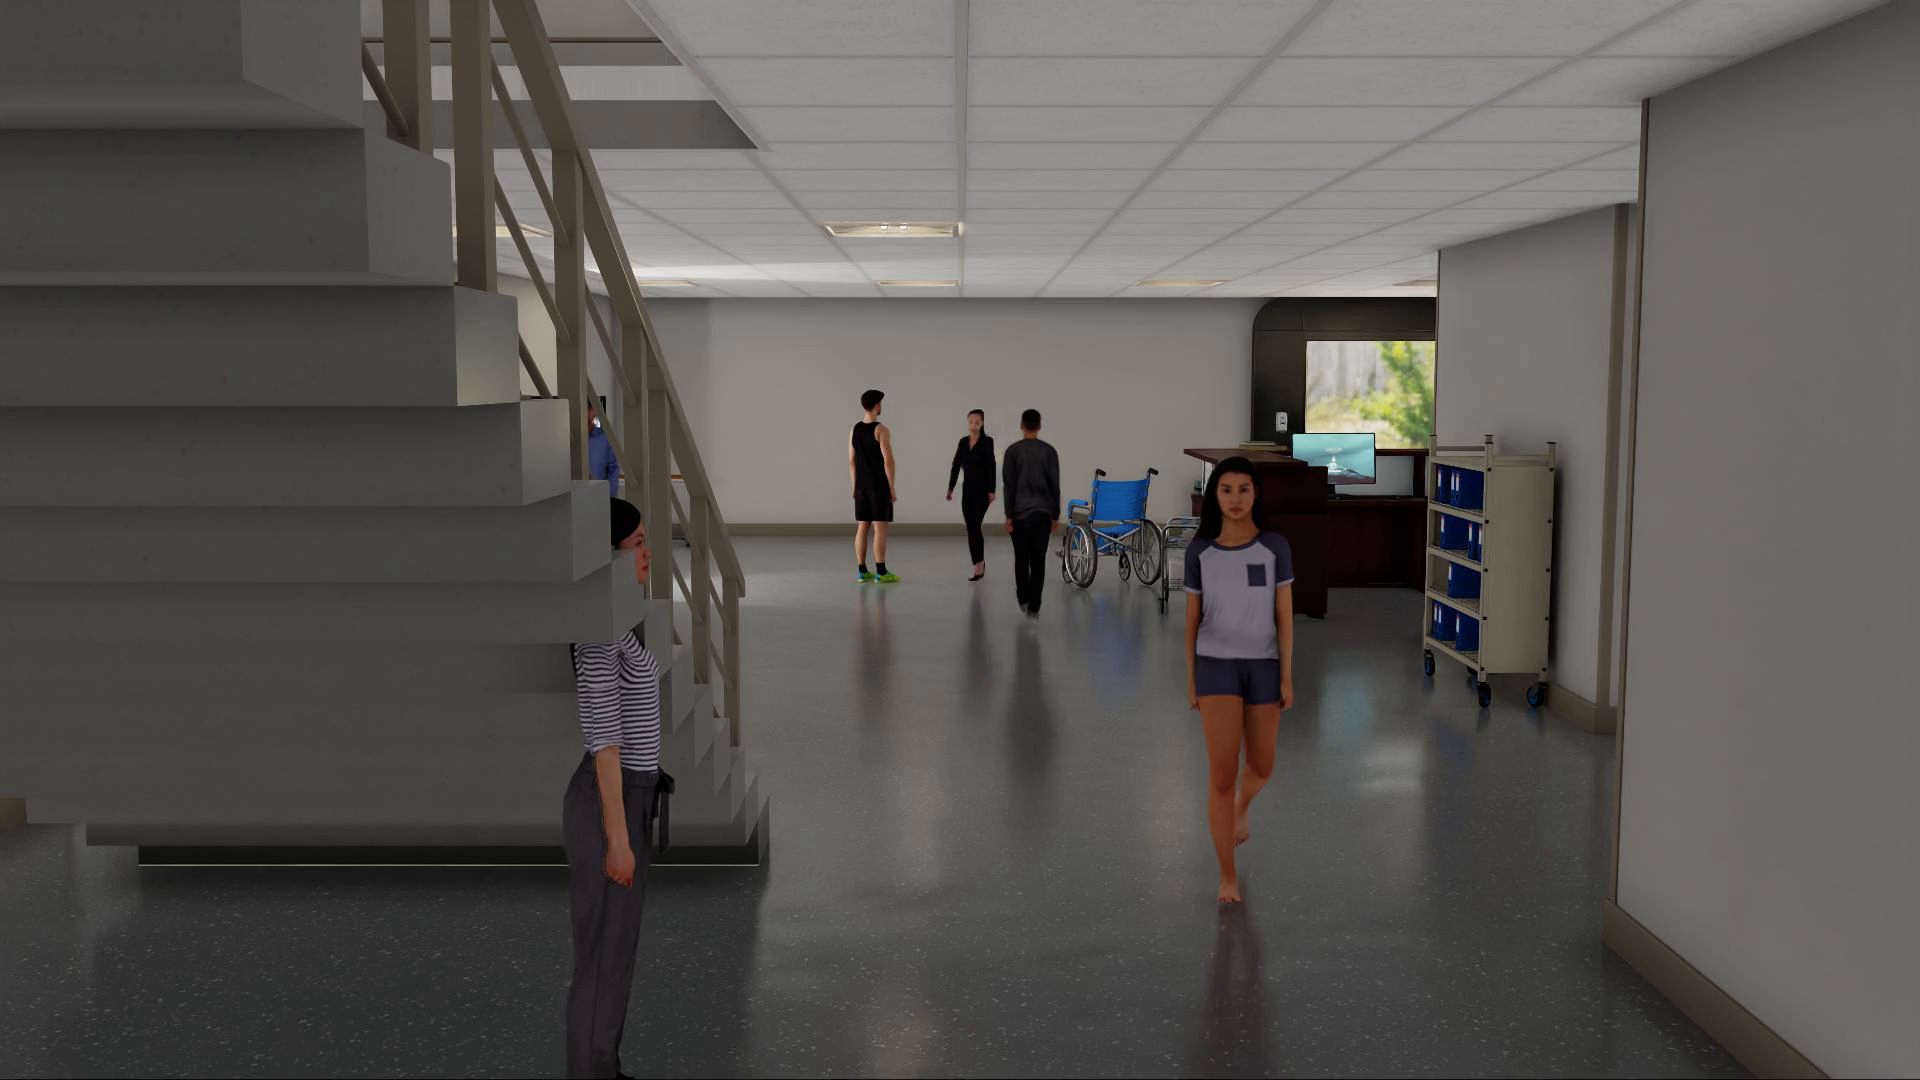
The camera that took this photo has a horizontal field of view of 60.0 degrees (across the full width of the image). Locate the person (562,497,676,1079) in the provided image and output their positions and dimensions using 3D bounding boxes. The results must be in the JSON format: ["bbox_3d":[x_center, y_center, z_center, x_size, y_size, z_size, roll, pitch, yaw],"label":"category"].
[{"bbox_3d":[-0.953,0.744,4.455,0.681,1.733,0.493,-1,6,-7],"label":"person"}]

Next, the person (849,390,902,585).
[{"bbox_3d":[-0.857,-0.528,16.307,0.773,1.892,0.786,4,7,34],"label":"person"}]

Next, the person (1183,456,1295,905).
[{"bbox_3d":[1.120,0.536,6.638,0.657,1.710,1.065,1,6,7],"label":"person"}]

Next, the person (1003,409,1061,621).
[{"bbox_3d":[0.587,-0.165,13.577,0.631,1.715,1.135,0,6,1],"label":"person"}]

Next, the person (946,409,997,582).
[{"bbox_3d":[0.212,-0.430,16.304,0.737,1.697,0.781,6,8,44],"label":"person"}]
